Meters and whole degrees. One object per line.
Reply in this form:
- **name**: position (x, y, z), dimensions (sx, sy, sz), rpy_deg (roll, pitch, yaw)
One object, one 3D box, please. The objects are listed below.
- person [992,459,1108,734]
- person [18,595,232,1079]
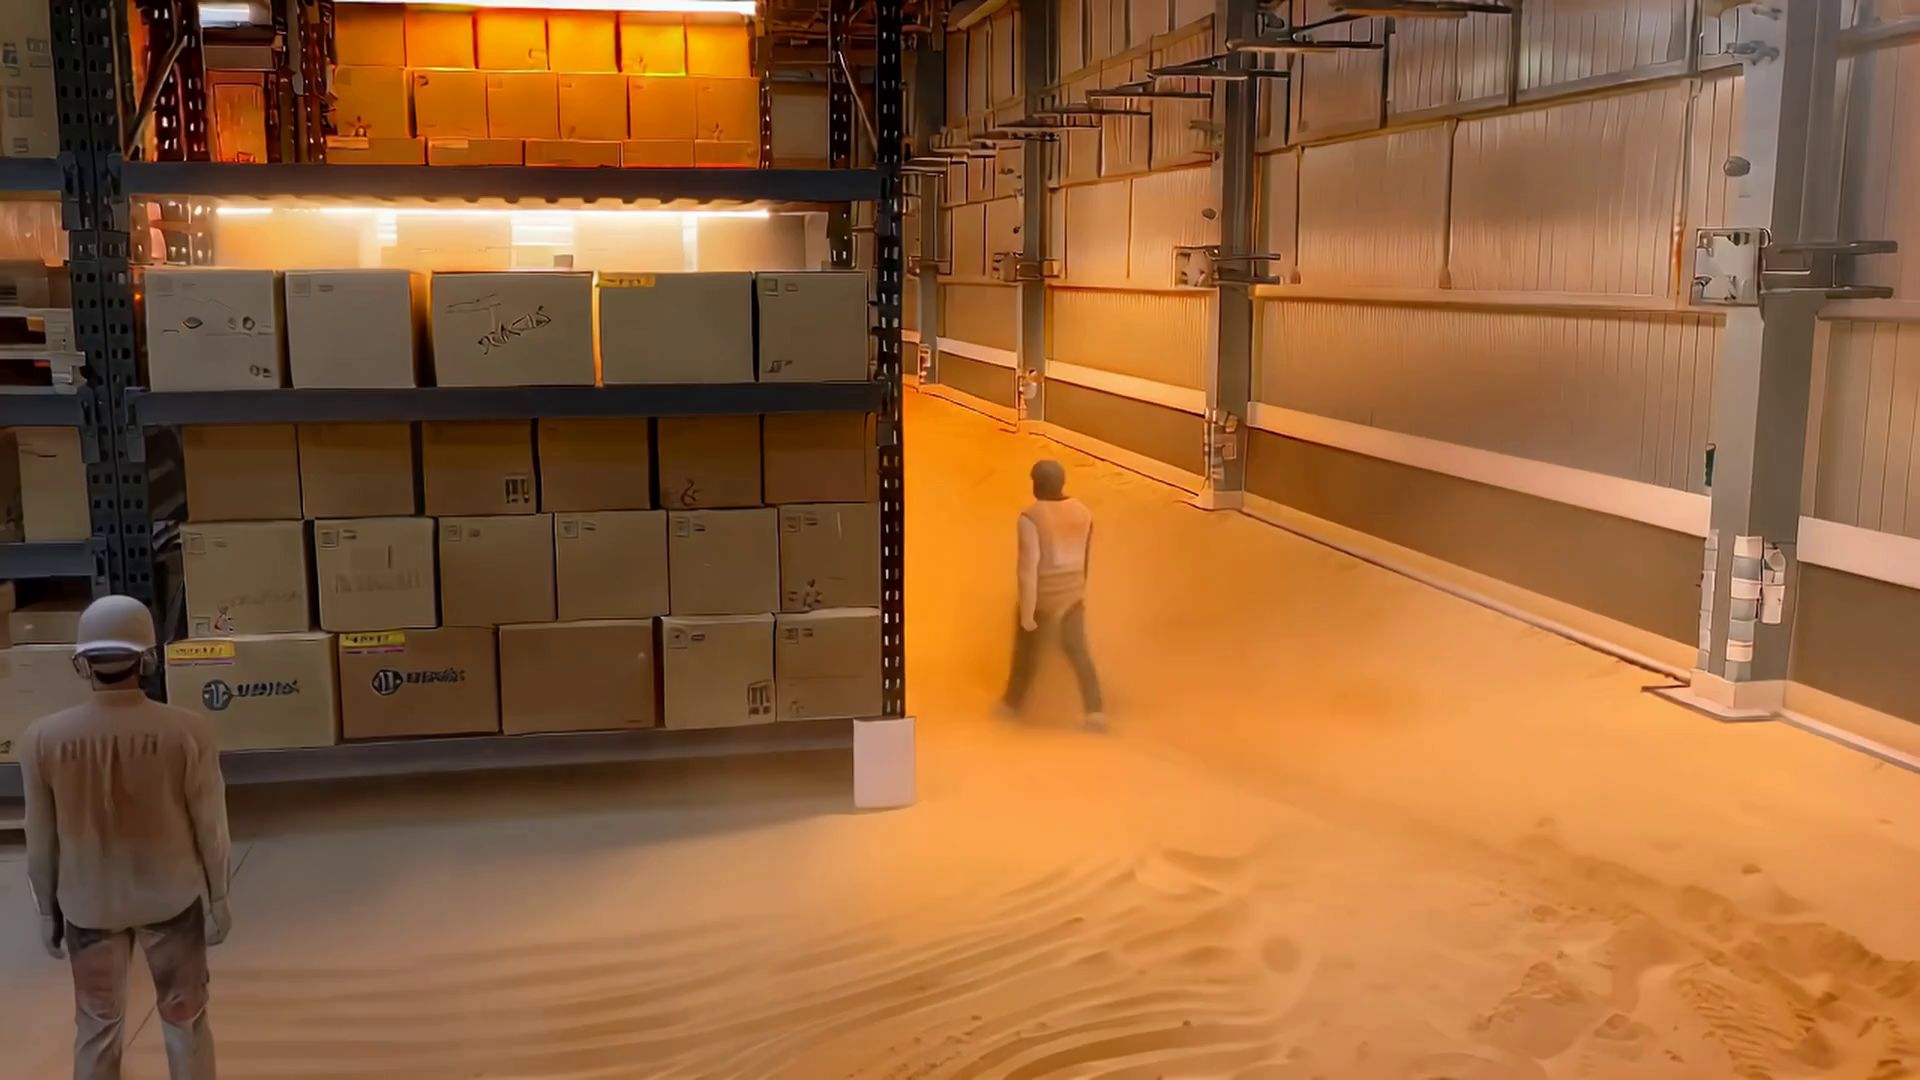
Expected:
- **person**: position (0.616, 0.366, 10.888), dimensions (0.647, 1.798, 0.964), rpy_deg (-7, 12, -37)
- **person**: position (-2.700, 1.163, 5.447), dimensions (0.611, 1.985, 0.416), rpy_deg (-2, 10, -14)
